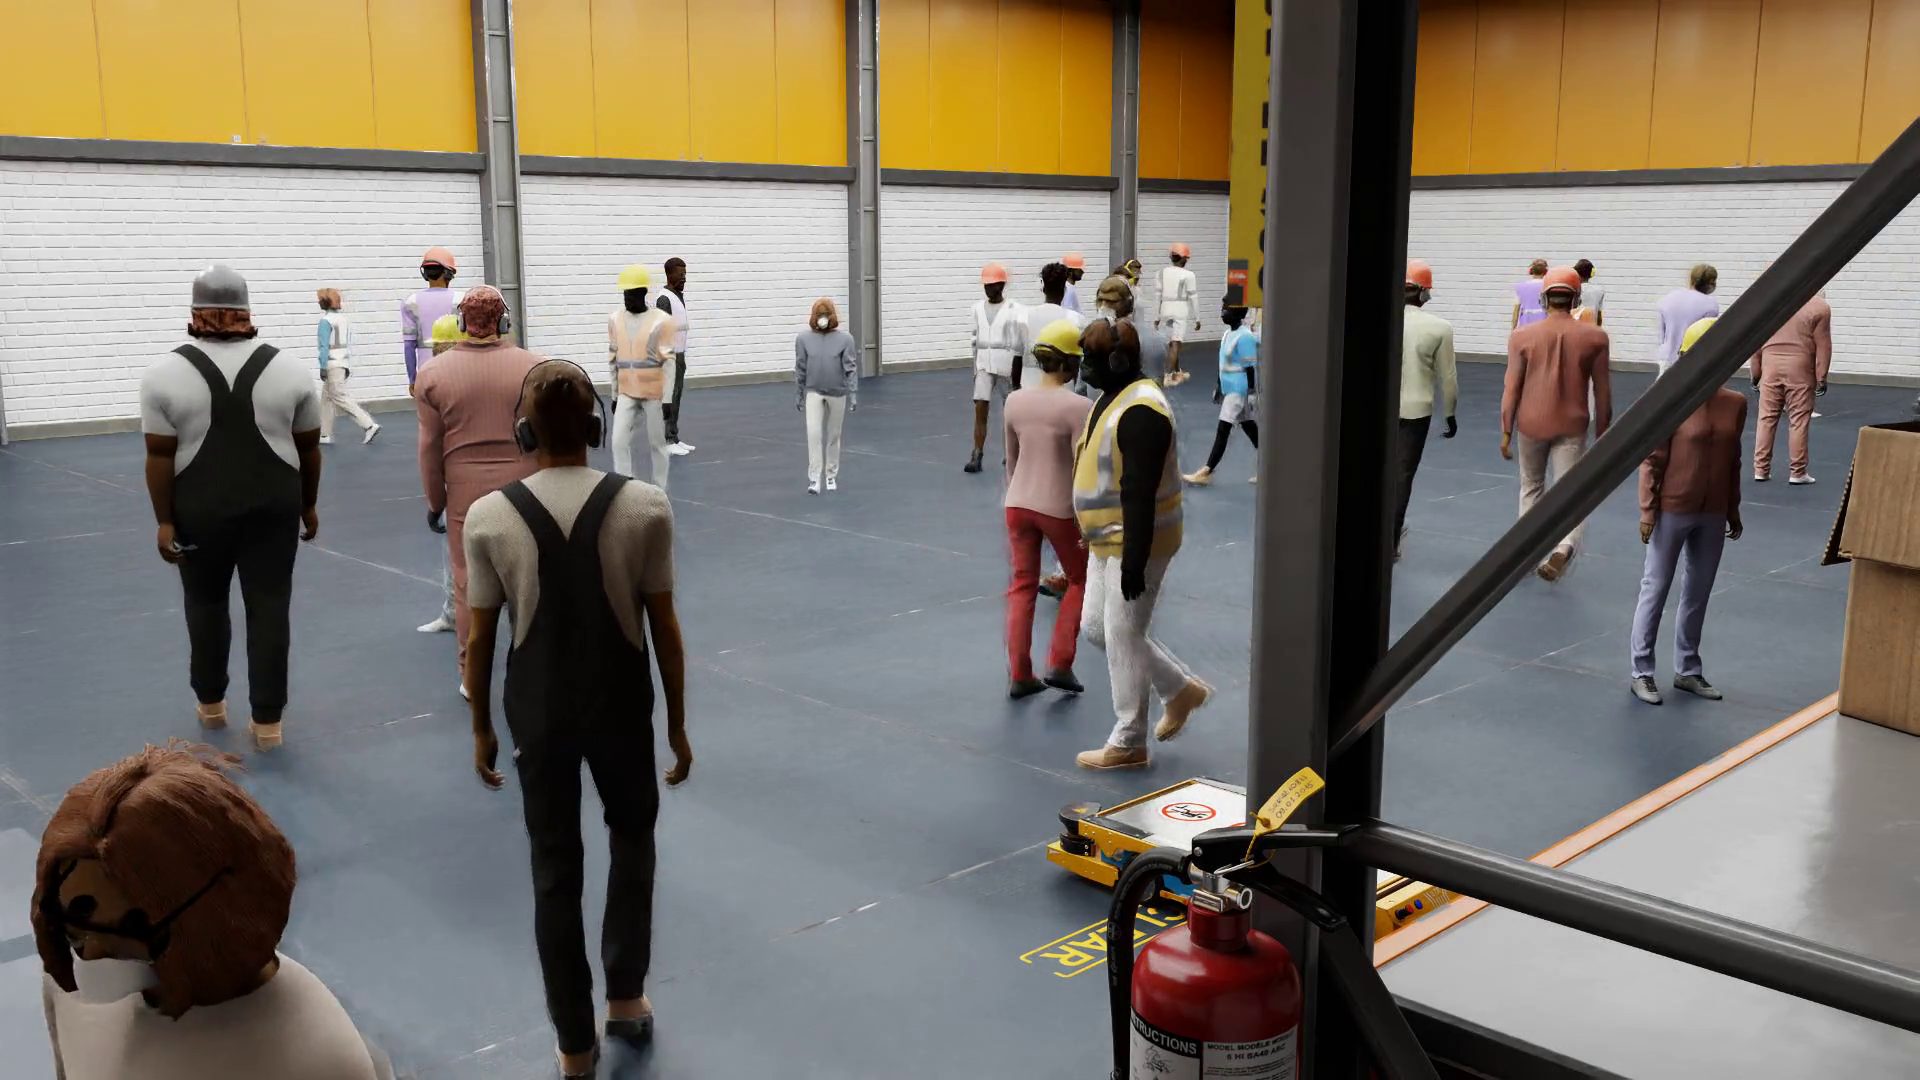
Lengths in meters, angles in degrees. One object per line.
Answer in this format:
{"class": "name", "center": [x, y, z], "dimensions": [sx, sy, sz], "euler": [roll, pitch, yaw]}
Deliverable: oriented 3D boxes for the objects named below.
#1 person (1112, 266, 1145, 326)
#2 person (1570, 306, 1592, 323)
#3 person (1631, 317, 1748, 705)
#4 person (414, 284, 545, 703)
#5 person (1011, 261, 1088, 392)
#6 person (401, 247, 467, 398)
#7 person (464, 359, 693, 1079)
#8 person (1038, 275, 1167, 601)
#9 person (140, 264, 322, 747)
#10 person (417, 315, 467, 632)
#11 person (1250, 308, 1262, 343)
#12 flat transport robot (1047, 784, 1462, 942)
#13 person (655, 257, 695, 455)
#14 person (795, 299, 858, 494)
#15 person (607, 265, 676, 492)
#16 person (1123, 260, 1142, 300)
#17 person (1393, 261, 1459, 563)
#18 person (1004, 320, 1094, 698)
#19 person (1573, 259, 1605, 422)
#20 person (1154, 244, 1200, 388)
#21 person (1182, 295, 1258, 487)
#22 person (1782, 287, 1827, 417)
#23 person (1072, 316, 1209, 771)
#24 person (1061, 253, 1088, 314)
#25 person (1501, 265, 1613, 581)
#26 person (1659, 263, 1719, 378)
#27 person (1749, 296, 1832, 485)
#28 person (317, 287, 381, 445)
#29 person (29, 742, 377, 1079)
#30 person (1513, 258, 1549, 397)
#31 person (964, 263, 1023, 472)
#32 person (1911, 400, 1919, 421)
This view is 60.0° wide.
{"class": "person", "center": [1.620, -1.913, 17.187], "dimensions": [0.524, 1.822, 0.947], "euler": [9, 13, 39]}
{"class": "person", "center": [6.431, -1.959, 17.856], "dimensions": [0.847, 1.650, 0.546], "euler": [-5, 11, -25]}
{"class": "person", "center": [3.341, -0.126, 7.582], "dimensions": [0.533, 1.767, 0.324], "euler": [-3, 11, -14]}
{"class": "person", "center": [-2.132, -0.206, 7.628], "dimensions": [0.636, 1.911, 0.406], "euler": [-2, 11, -11]}
{"class": "person", "center": [0.643, -1.122, 12.536], "dimensions": [0.624, 1.939, 0.791], "euler": [3, 11, 18]}
{"class": "person", "center": [-4.189, -1.347, 13.514], "dimensions": [0.605, 2.033, 0.392], "euler": [-1, 10, -4]}
{"class": "person", "center": [-0.969, 0.453, 4.252], "dimensions": [0.554, 1.824, 0.534], "euler": [-2, 11, -10]}
{"class": "person", "center": [0.844, -0.569, 9.650], "dimensions": [0.655, 1.895, 0.911], "euler": [9, 13, 39]}
{"class": "person", "center": [-3.101, -0.180, 7.123], "dimensions": [0.695, 2.000, 0.882], "euler": [-6, 12, -28]}
{"class": "person", "center": [-2.572, -0.335, 8.850], "dimensions": [0.662, 1.726, 0.491], "euler": [-1, 10, -7]}
{"class": "person", "center": [4.389, -3.112, 23.461], "dimensions": [0.561, 1.911, 0.639], "euler": [0, 10, 2]}
{"class": "flat transport robot", "center": [1.022, 1.042, 5.290], "dimensions": [0.652, 0.197, 1.431], "euler": [-10, 14, -44]}
{"class": "person", "center": [-2.825, -1.799, 16.292], "dimensions": [0.370, 1.915, 0.597], "euler": [0, 10, 3]}
{"class": "person", "center": [-1.104, -1.171, 13.709], "dimensions": [0.521, 1.596, 0.786], "euler": [0, 10, -2]}
{"class": "person", "center": [-2.449, -1.104, 12.527], "dimensions": [0.610, 1.900, 0.786], "euler": [4, 11, 18]}
{"class": "person", "center": [1.951, -2.338, 19.427], "dimensions": [0.496, 1.853, 0.367], "euler": [-9, 14, -40]}
{"class": "person", "center": [2.985, -0.854, 11.028], "dimensions": [0.633, 1.949, 0.966], "euler": [7, 13, 35]}
{"class": "person", "center": [0.410, -0.128, 7.644], "dimensions": [0.557, 1.748, 0.428], "euler": [8, 13, 36]}
{"class": "person", "center": [7.094, -2.275, 19.037], "dimensions": [0.520, 1.865, 0.335], "euler": [-2, 11, -13]}
{"class": "person", "center": [3.098, -3.161, 23.474], "dimensions": [0.635, 2.018, 0.770], "euler": [9, 14, 40]}
{"class": "person", "center": [2.351, -1.270, 14.146], "dimensions": [0.878, 1.647, 0.548], "euler": [-1, 10, -4]}
{"class": "person", "center": [9.906, -2.373, 19.494], "dimensions": [0.480, 1.892, 0.647], "euler": [1, 10, 7]}
{"class": "person", "center": [0.710, 0.020, 6.639], "dimensions": [0.533, 1.819, 0.640], "euler": [-2, 11, -8]}
{"class": "person", "center": [1.262, -2.290, 18.932], "dimensions": [0.375, 1.932, 0.559], "euler": [1, 10, 4]}
{"class": "person", "center": [3.657, -0.696, 10.182], "dimensions": [0.660, 1.961, 0.836], "euler": [3, 11, 14]}
{"class": "person", "center": [6.744, -1.607, 15.372], "dimensions": [0.912, 1.870, 0.618], "euler": [-8, 13, -38]}
{"class": "person", "center": [7.146, -1.431, 14.317], "dimensions": [0.402, 1.906, 0.652], "euler": [-10, 15, -44]}
{"class": "person", "center": [-6.314, -1.763, 16.923], "dimensions": [0.761, 1.611, 0.523], "euler": [0, 10, -1]}
{"class": "person", "center": [-0.848, 0.978, 1.954], "dimensions": [0.566, 1.610, 0.421], "euler": [6, 12, 29]}
{"class": "person", "center": [7.485, -2.729, 21.595], "dimensions": [0.572, 1.826, 0.480], "euler": [5, 12, 26]}
{"class": "person", "center": [0.342, -1.579, 15.188], "dimensions": [0.561, 1.889, 0.986], "euler": [5, 12, 26]}
{"class": "person", "center": [10.974, -2.111, 18.297], "dimensions": [0.740, 1.812, 0.600], "euler": [-1, 10, -7]}
